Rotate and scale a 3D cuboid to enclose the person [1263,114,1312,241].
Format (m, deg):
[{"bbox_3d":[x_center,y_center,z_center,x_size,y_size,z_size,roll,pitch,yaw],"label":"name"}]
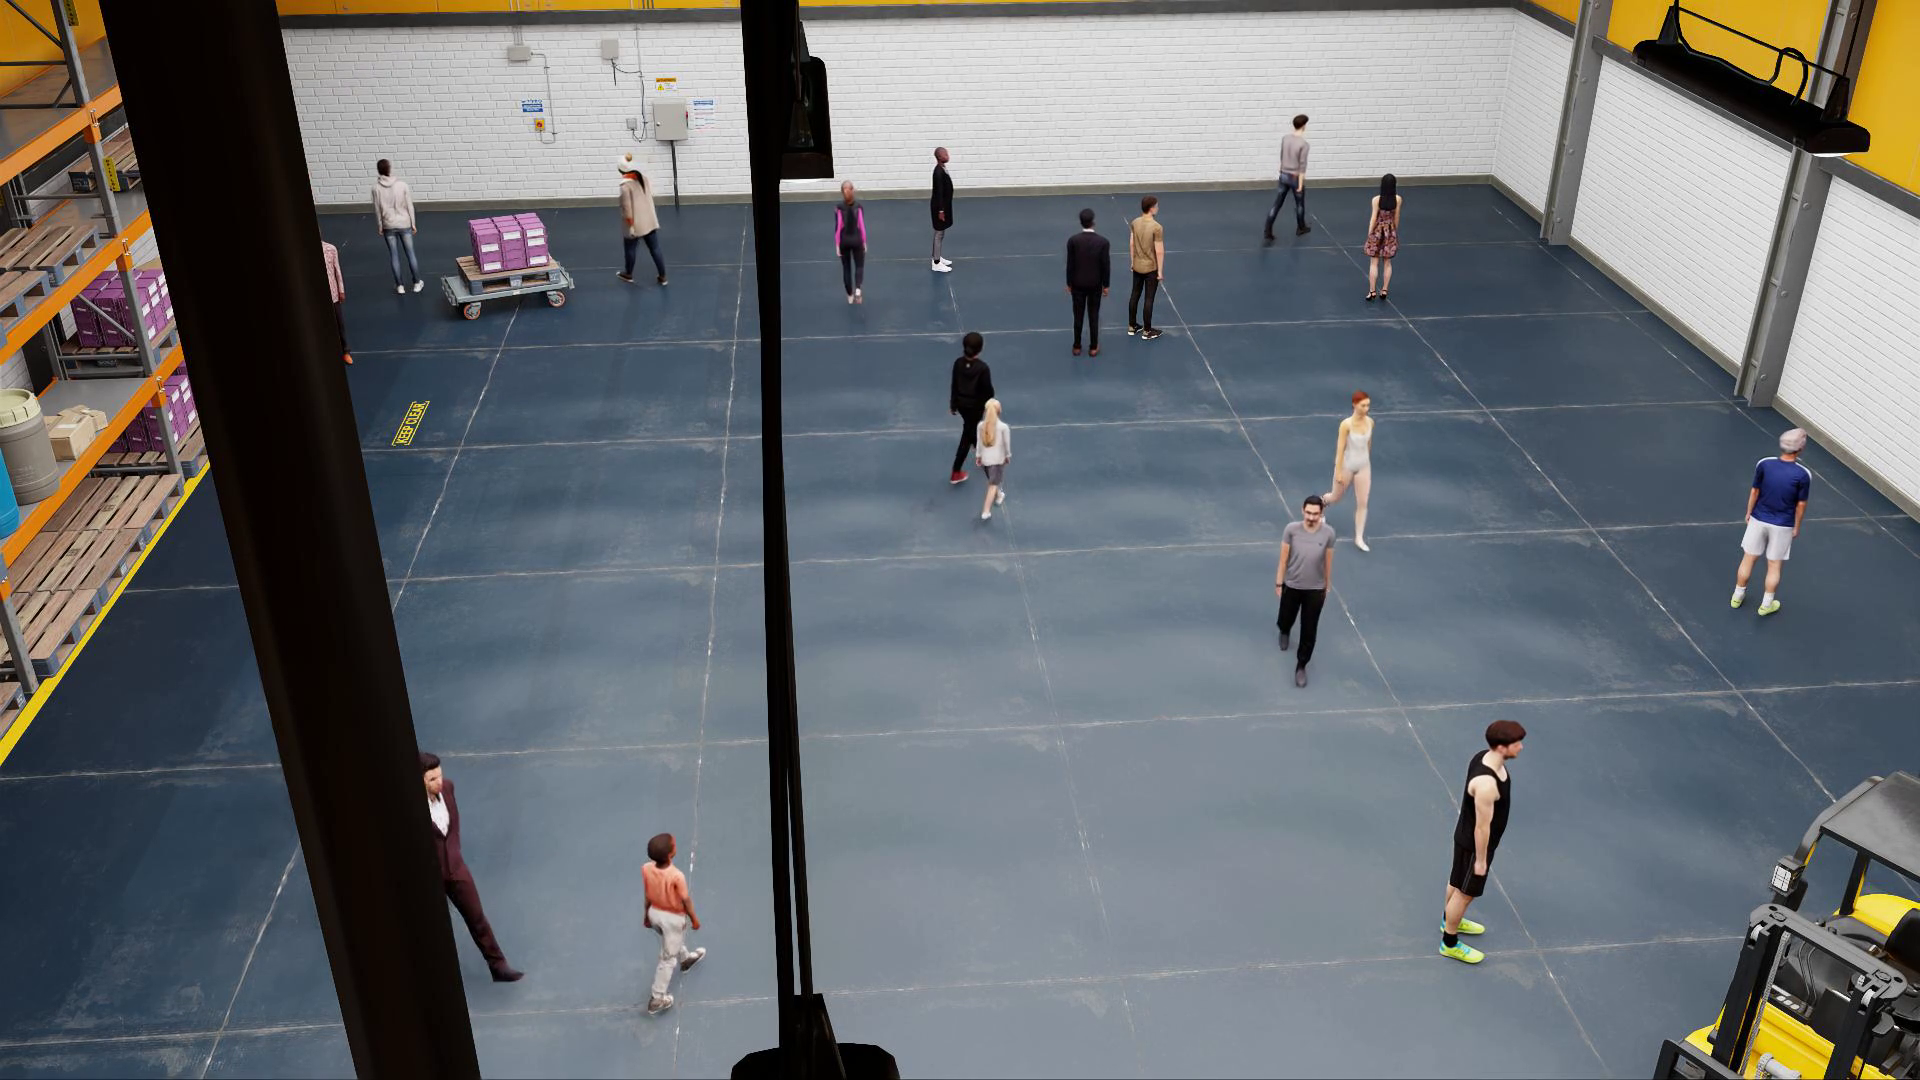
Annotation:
[{"bbox_3d":[4.858,-5.349,24.764,1.237,1.868,1.261,24,37,37],"label":"person"}]

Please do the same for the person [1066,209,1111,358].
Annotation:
[{"bbox_3d":[1.586,-3.225,20.861,0.741,1.877,0.617,3,29,5],"label":"person"}]

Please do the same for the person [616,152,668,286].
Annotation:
[{"bbox_3d":[-4.404,-4.430,23.098,1.135,1.849,1.098,20,35,32],"label":"person"}]

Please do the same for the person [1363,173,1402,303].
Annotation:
[{"bbox_3d":[5.729,-4.105,22.583,0.679,1.773,0.684,-5,29,-9],"label":"person"}]

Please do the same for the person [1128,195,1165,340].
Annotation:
[{"bbox_3d":[2.390,-3.526,21.441,0.807,1.849,0.722,-25,38,-38],"label":"person"}]

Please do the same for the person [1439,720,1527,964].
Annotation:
[{"bbox_3d":[3.498,2.009,11.255,0.797,1.888,0.637,8,30,15],"label":"person"}]

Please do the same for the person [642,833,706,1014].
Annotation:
[{"bbox_3d":[-1.957,2.521,10.941,0.818,1.289,0.966,15,32,26],"label":"person"}]

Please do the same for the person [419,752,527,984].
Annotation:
[{"bbox_3d":[-3.545,2.173,11.031,1.245,1.815,1.227,19,34,31],"label":"person"}]

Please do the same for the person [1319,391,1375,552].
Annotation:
[{"bbox_3d":[3.853,-0.739,16.579,0.745,1.613,1.083,-10,30,-18],"label":"person"}]

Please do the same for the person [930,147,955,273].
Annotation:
[{"bbox_3d":[-0.287,-4.747,23.772,0.731,1.761,0.540,2,29,3],"label":"person"}]

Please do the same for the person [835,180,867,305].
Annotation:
[{"bbox_3d":[-1.455,-3.949,22.330,0.554,1.741,0.858,-3,29,-5],"label":"person"}]

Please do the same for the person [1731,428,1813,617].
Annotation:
[{"bbox_3d":[7.484,-0.172,15.312,0.716,1.831,0.772,21,35,34],"label":"person"}]

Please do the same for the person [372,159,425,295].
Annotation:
[{"bbox_3d":[-7.761,-4.320,22.896,0.718,1.851,0.660,-9,30,-16],"label":"person"}]

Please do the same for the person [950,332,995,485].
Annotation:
[{"bbox_3d":[0.073,-1.368,17.711,1.046,1.633,1.145,18,33,29],"label":"person"}]

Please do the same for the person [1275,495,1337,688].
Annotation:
[{"bbox_3d":[2.986,0.366,14.421,0.766,1.739,0.989,5,29,9],"label":"person"}]

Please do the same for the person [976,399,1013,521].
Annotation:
[{"bbox_3d":[0.326,-0.802,17.079,0.775,1.244,0.947,12,31,21],"label":"person"}]
